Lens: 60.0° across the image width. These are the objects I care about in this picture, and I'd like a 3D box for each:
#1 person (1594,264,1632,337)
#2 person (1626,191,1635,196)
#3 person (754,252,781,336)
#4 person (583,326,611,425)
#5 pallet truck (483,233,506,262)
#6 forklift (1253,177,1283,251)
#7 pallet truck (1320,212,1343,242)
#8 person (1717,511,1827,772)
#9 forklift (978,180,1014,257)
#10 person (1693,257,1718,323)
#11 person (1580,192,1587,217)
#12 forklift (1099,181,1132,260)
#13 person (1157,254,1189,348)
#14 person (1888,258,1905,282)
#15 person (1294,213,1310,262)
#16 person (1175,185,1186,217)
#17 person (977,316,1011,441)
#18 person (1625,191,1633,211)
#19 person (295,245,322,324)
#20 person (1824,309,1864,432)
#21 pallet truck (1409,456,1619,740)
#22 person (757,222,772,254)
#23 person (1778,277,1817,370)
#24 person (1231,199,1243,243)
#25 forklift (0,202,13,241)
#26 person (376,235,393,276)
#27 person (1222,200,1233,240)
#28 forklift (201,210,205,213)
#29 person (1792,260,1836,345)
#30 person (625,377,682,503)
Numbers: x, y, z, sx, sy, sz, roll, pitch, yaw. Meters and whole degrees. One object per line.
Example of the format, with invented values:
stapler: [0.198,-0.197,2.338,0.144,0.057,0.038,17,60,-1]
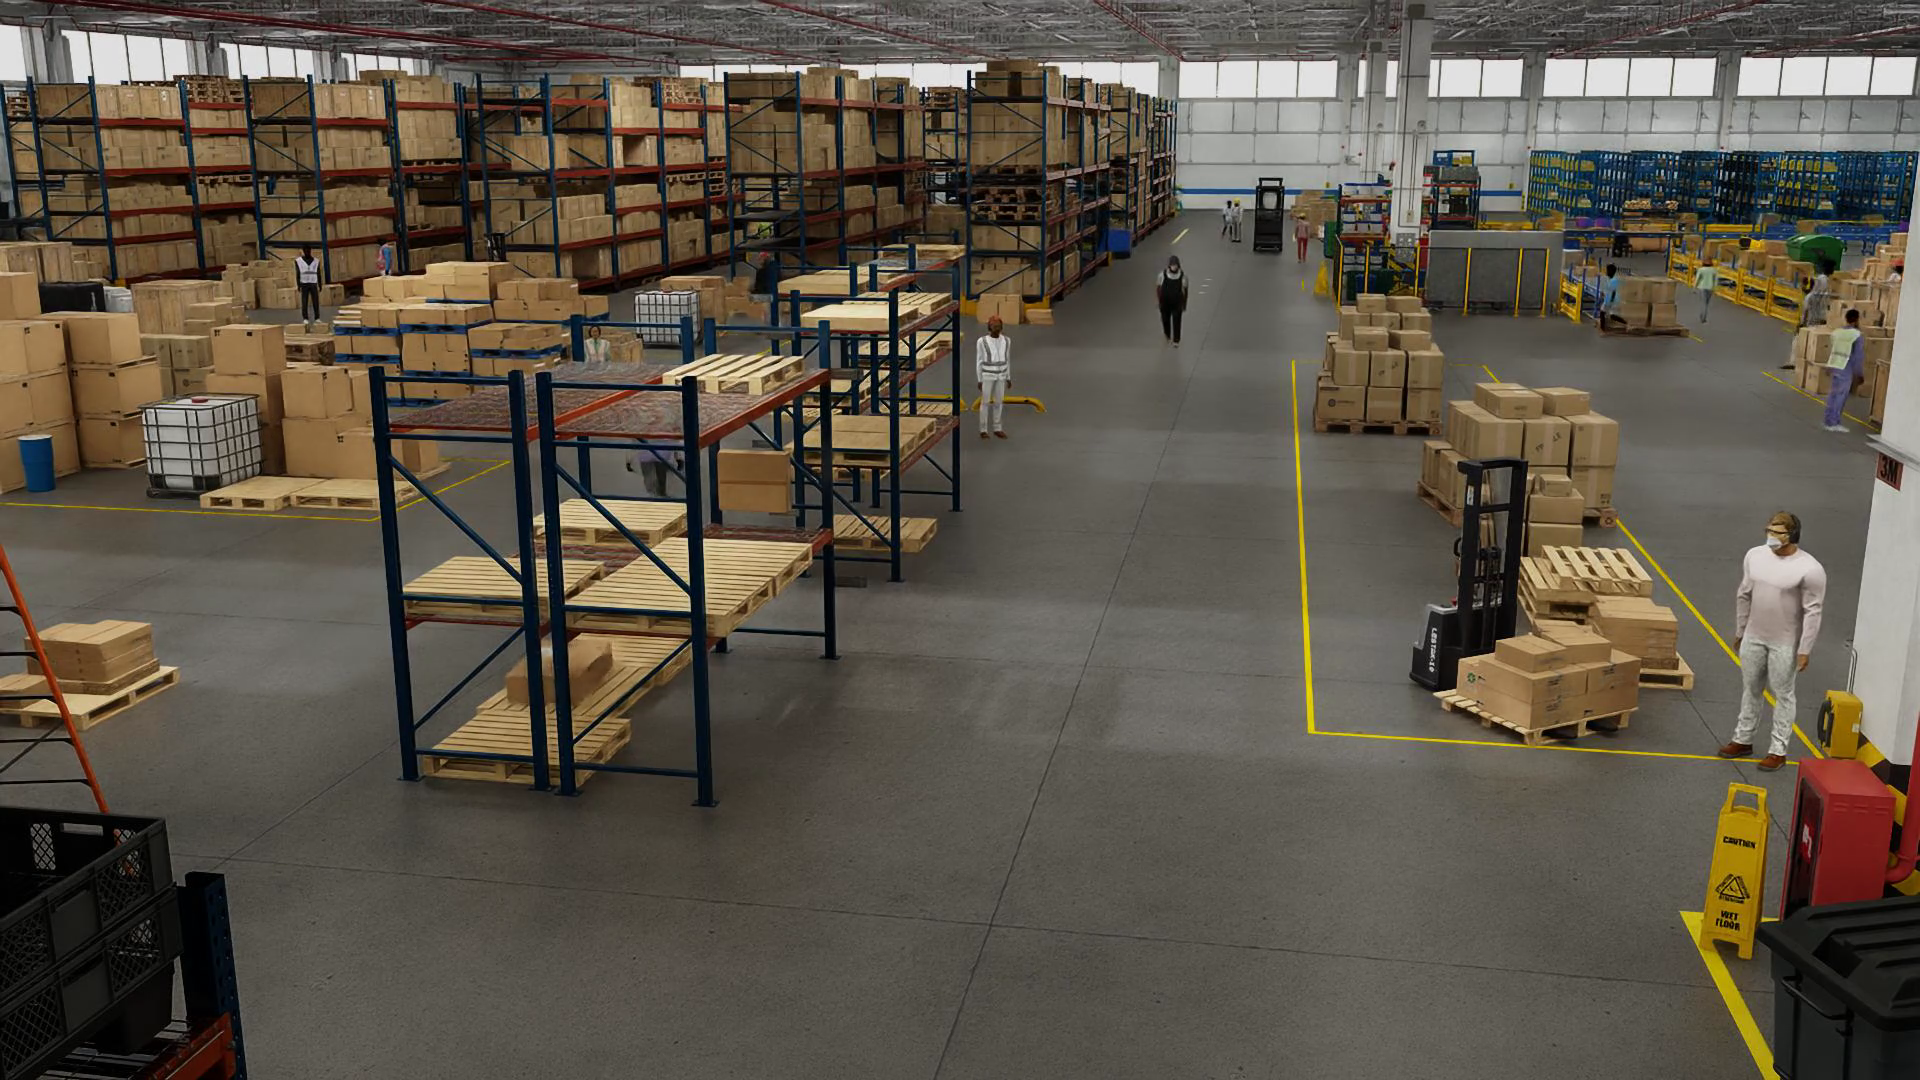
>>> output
person: [14.835,-5.390,37.622,0.775,1.673,0.518,0,14,-2]
person: [33.825,-16.932,84.131,0.581,1.821,0.715,1,14,5]
person: [-4.311,-5.541,37.638,1.026,1.949,0.640,11,17,37]
person: [-5.766,-2.610,26.353,0.511,1.640,0.308,-7,15,-26]
pallet truck: [-11.832,-7.026,43.548,1.885,1.965,0.823,8,16,28]
forklift: [12.083,-12.747,64.956,1.129,2.768,1.873,3,14,10]
pallet truck: [15.874,-13.227,70.310,0.680,1.201,1.601,10,17,35]
person: [5.954,0.731,12.174,0.379,1.940,0.629,-8,16,-28]
forklift: [1.690,-11.895,61.497,1.873,2.768,1.129,2,14,9]
person: [18.254,-6.137,40.758,0.519,1.581,0.872,2,14,7]
person: [30.121,-16.092,80.453,0.394,1.949,0.602,7,16,27]
forklift: [5.306,-11.635,60.442,1.873,2.768,1.129,3,14,11]
person: [4.627,-5.237,36.195,0.680,2.000,0.804,3,14,11]
person: [20.270,-5.138,36.027,0.403,1.923,0.576,3,14,12]
person: [12.227,-10.812,59.446,0.557,1.726,0.840,4,14,14]
person: [11.951,-18.543,90.917,0.903,1.710,0.566,10,17,34]
person: [0.520,-2.454,25.224,0.575,1.881,0.356,-7,16,-27]
person: [32.431,-16.061,80.562,0.404,1.837,0.590,-7,15,-26]
person: [-15.844,-6.229,40.501,0.591,1.910,0.388,-9,16,-33]
person: [13.808,-2.643,25.976,0.408,1.896,0.719,-4,14,-15]
pallet truck: [4.504,0.400,13.395,0.823,1.965,1.885,-6,15,-23]
person: [-7.201,-11.251,61.318,0.541,1.696,0.316,-5,15,-21]
person: [16.576,-4.189,32.386,0.906,1.838,0.527,7,16,27]
person: [11.616,-13.384,69.731,0.403,1.826,0.594,-8,16,-28]
forklift: [-24.550,-7.186,42.377,1.873,2.768,1.129,3,14,10]
person: [-15.705,-7.401,45.403,0.429,1.836,0.627,-7,16,-27]
person: [11.575,-13.819,71.787,0.535,1.674,0.765,-3,14,-13]
forklift: [-25.707,-10.519,55.912,1.873,2.768,1.129,8,16,28]
person: [18.676,-5.123,36.040,1.058,1.903,0.608,3,14,14]
person: [-3.592,-1.005,19.315,0.629,1.891,0.890,-7,16,-27]
